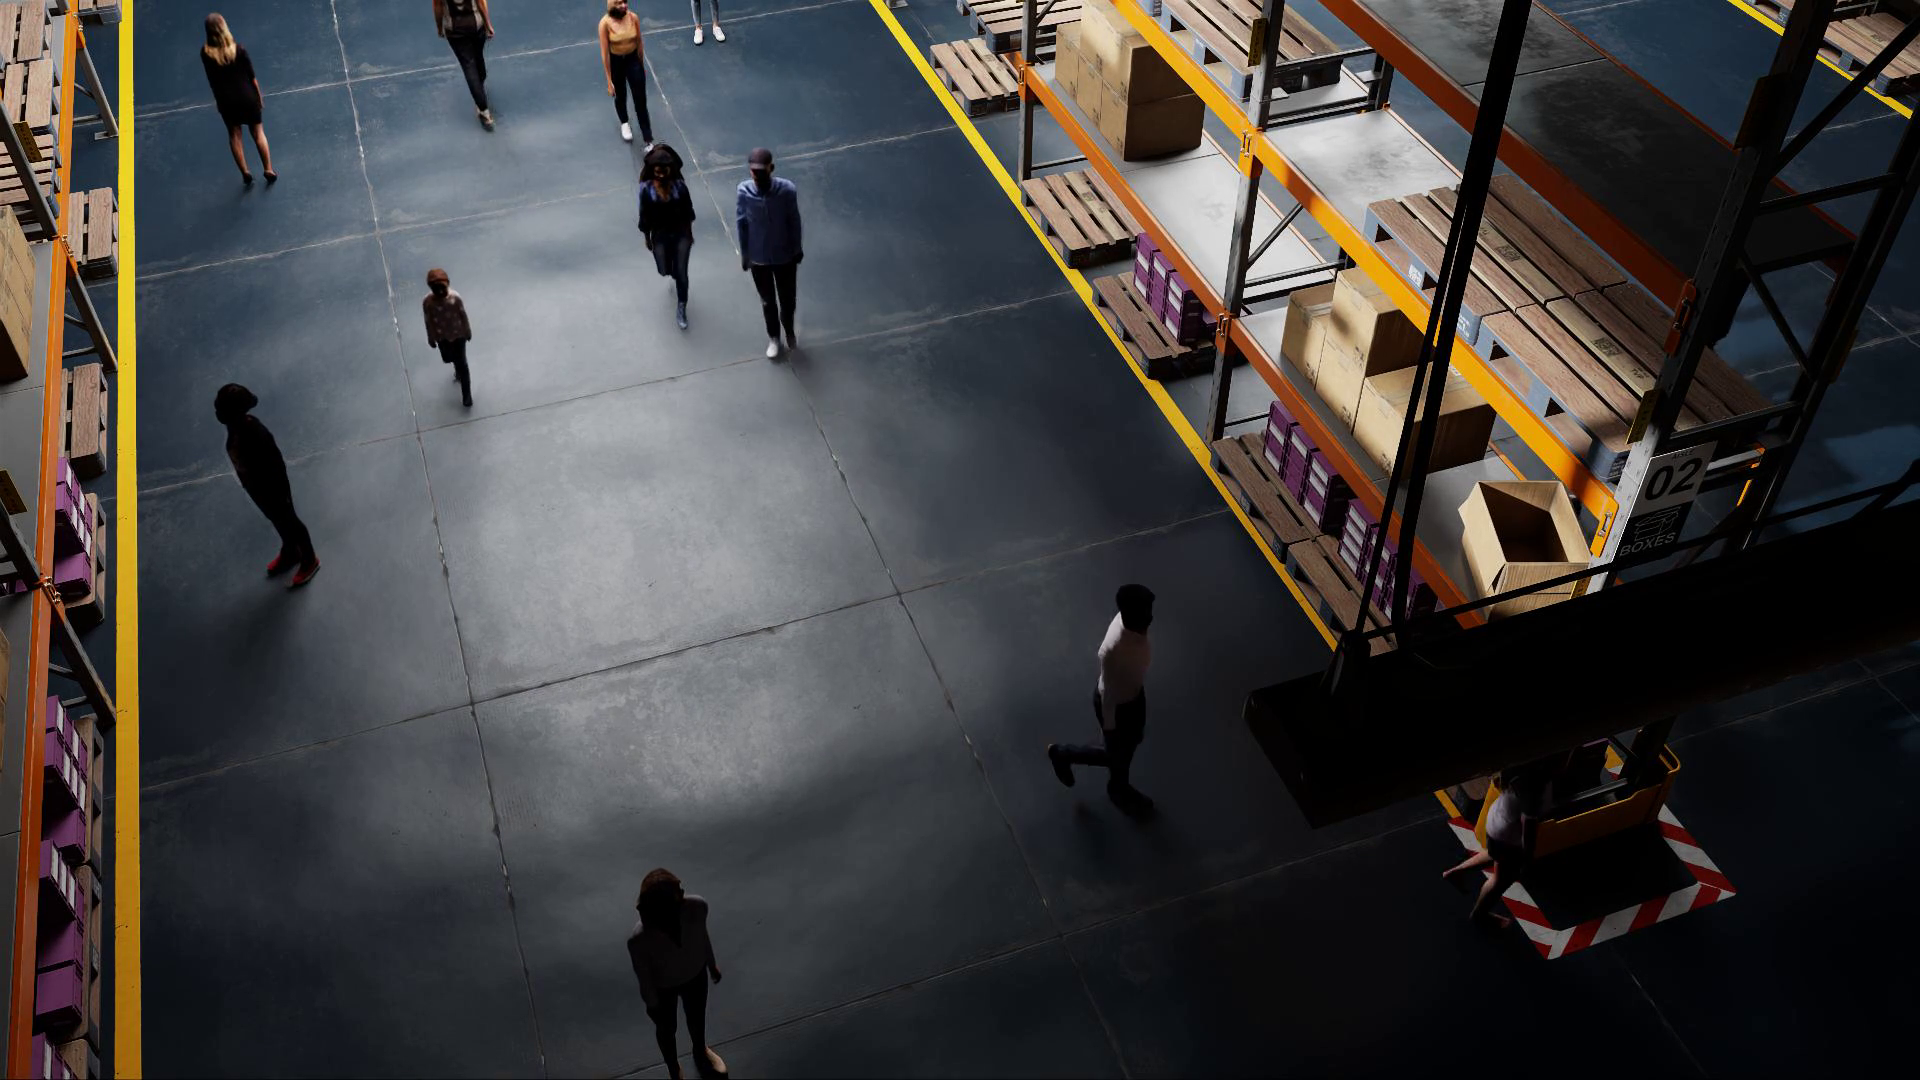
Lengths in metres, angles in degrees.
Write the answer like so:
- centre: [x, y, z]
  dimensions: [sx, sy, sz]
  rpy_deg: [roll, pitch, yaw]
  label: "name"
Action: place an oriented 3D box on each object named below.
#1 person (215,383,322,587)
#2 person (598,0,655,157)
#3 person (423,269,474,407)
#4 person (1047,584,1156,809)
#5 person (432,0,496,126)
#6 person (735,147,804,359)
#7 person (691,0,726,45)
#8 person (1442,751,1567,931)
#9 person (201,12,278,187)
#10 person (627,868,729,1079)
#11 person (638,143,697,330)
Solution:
- centre: [-4.767, -0.403, 11.431]
  dimensions: [0.640, 1.674, 0.733]
  rpy_deg: [25, 49, 24]
  label: "person"
- centre: [-3.219, -4.490, 15.783]
  dimensions: [0.650, 1.590, 1.101]
  rpy_deg: [-17, 46, -17]
  label: "person"
- centre: [-4.028, -1.653, 13.100]
  dimensions: [0.572, 1.182, 0.814]
  rpy_deg: [-7, 44, -7]
  label: "person"
- centre: [0.873, 0.904, 9.933]
  dimensions: [1.026, 1.849, 0.943]
  rpy_deg: [21, 47, 20]
  label: "person"
- centre: [-4.759, -4.904, 16.031]
  dimensions: [0.715, 1.847, 1.190]
  rpy_deg: [-17, 46, -17]
  label: "person"
- centre: [-1.499, -2.334, 13.311]
  dimensions: [0.745, 1.877, 0.738]
  rpy_deg: [0, 44, 0]
  label: "person"
- centre: [-2.686, -6.024, 17.309]
  dimensions: [0.638, 1.706, 0.537]
  rpy_deg: [-9, 44, -10]
  label: "person"
- centre: [3.021, 1.589, 9.324]
  dimensions: [0.844, 1.696, 0.772]
  rpy_deg: [10, 45, 10]
  label: "person"
- centre: [-6.604, -4.016, 15.224]
  dimensions: [0.564, 1.673, 0.493]
  rpy_deg: [-11, 45, -11]
  label: "person"
- centre: [-1.455, 2.263, 8.545]
  dimensions: [0.641, 1.796, 0.597]
  rpy_deg: [-26, 49, -25]
  label: "person"
- centre: [-2.401, -2.542, 13.728]
  dimensions: [0.710, 1.603, 0.931]
  rpy_deg: [-9, 44, -9]
  label: "person"
